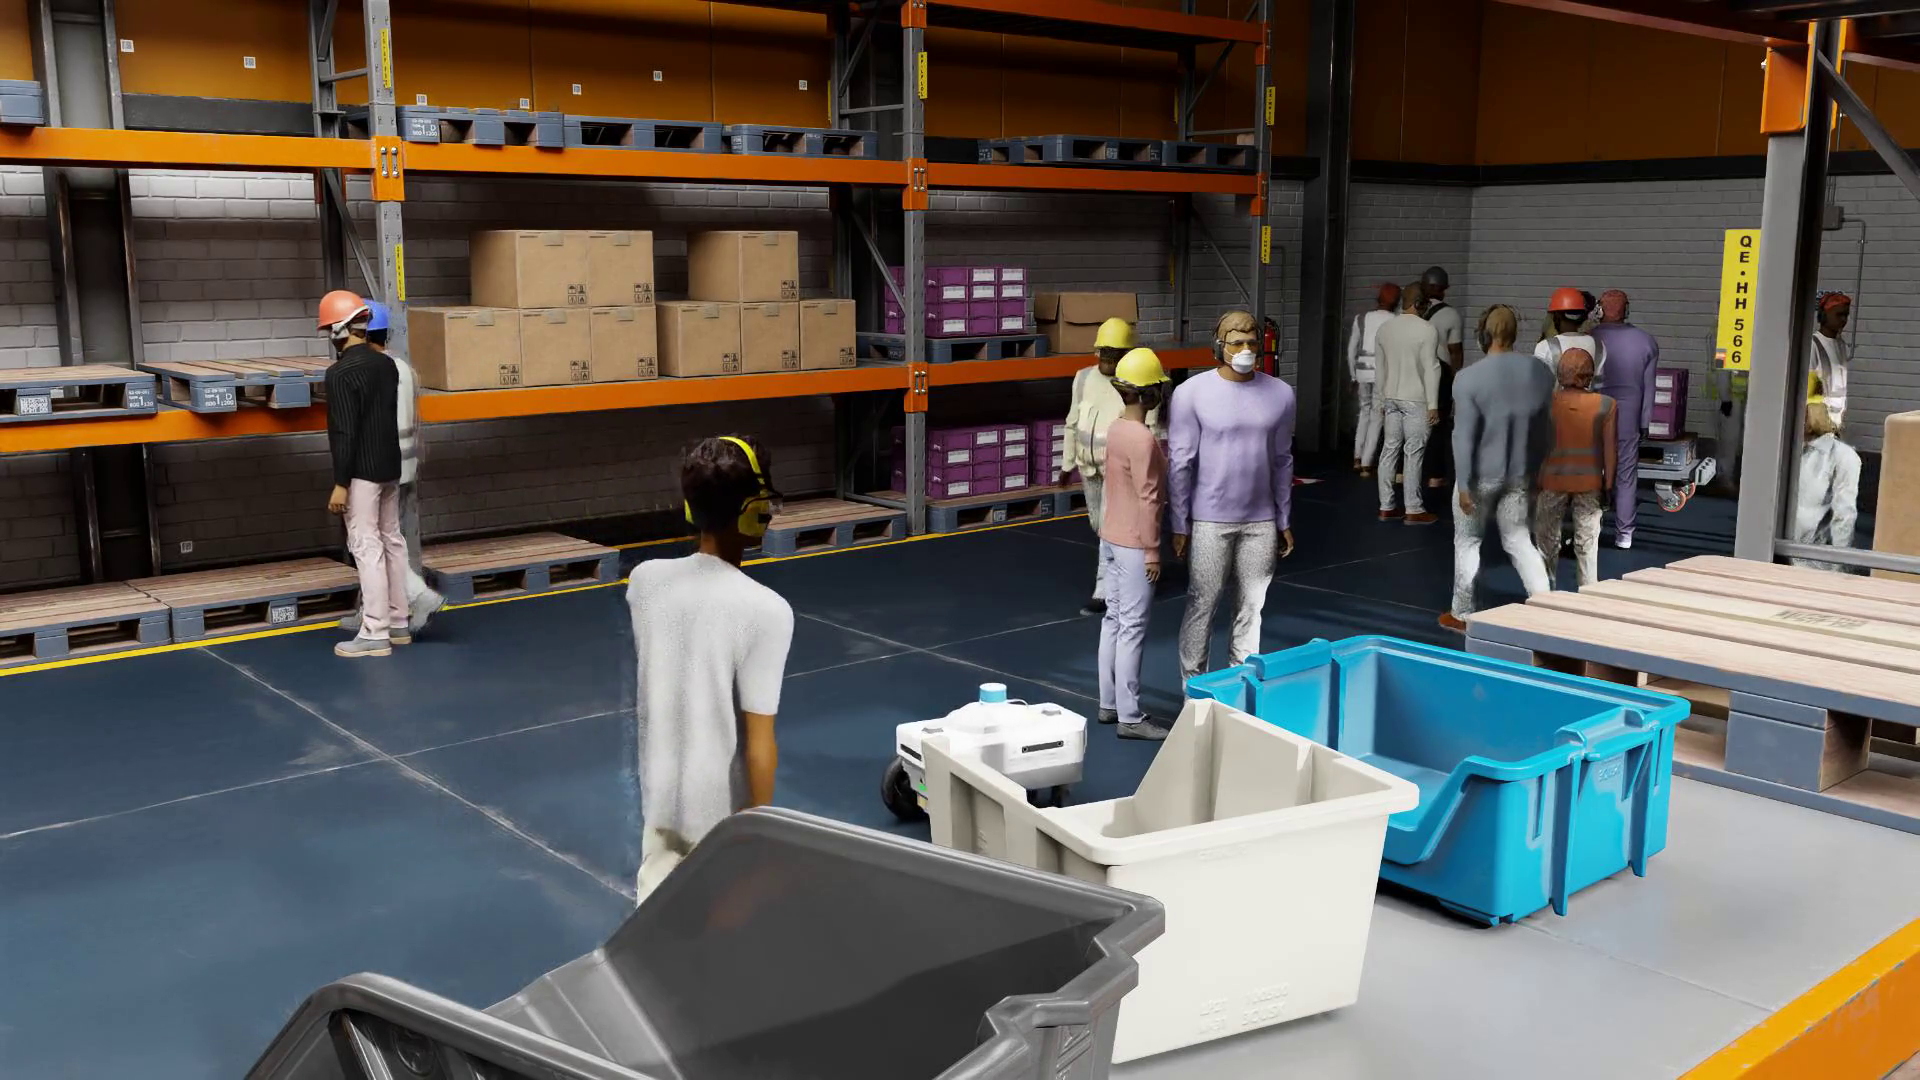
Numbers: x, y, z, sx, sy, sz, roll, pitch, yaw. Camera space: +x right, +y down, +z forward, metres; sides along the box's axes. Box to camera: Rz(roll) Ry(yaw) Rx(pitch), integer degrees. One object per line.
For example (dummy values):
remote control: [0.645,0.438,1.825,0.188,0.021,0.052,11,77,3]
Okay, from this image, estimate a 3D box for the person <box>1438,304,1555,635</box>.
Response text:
person: [3.014,-0.351,9.231,0.632,1.912,0.853,-2,10,-13]

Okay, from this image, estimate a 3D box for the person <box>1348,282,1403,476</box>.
person: [4.074,-1.555,16.125,0.606,1.853,0.696,8,13,38]

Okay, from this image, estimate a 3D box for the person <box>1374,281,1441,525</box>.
person: [3.579,-1.088,13.286,0.371,1.934,0.627,-6,12,-32]

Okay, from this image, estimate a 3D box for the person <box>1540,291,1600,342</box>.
person: [5.642,-1.413,15.494,0.432,1.806,0.711,-8,13,-38]

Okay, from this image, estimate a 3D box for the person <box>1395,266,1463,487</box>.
person: [4.355,-1.520,15.405,0.687,2.000,0.539,9,14,42]

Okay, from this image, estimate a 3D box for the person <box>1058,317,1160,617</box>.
person: [0.958,-0.476,10.250,0.594,1.801,0.864,8,13,37]

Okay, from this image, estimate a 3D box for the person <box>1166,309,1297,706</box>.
person: [1.243,-0.079,7.616,0.635,1.939,0.362,-3,11,-17]

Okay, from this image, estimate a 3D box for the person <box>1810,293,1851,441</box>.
person: [6.210,-0.836,12.032,0.577,1.876,0.349,-8,13,-39]

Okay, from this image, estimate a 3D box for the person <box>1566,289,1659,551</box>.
person: [4.714,-0.866,12.125,0.639,1.905,0.407,0,10,3]

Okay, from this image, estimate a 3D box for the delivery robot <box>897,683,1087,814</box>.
delivery robot: [0.128,0.791,6.357,0.707,0.478,0.477,-5,11,-27]

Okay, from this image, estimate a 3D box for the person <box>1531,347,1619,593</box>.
person: [3.523,-0.288,9.627,0.522,1.639,0.309,2,10,11]

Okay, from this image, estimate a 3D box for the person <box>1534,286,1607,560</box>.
person: [4.235,-0.808,11.710,0.551,1.932,0.378,-3,10,-15]

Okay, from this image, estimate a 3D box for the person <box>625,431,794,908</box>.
person: [-0.577,0.649,3.935,0.498,1.808,1.027,5,11,26]

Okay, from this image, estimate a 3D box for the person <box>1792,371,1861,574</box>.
person: [3.651,0.103,7.233,0.800,1.714,0.494,-10,14,-43]

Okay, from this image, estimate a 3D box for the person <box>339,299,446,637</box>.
person: [-3.260,-0.392,9.394,0.736,1.929,0.628,2,10,14]

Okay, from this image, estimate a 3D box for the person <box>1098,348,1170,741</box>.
person: [0.798,0.018,7.547,0.301,1.772,0.527,-2,10,-12]

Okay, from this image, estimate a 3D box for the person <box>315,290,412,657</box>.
person: [-3.254,-0.356,9.045,0.406,1.983,0.613,2,10,10]

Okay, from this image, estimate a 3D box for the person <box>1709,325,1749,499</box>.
person: [6.806,-1.268,14.632,0.635,1.822,0.488,-6,12,-32]
